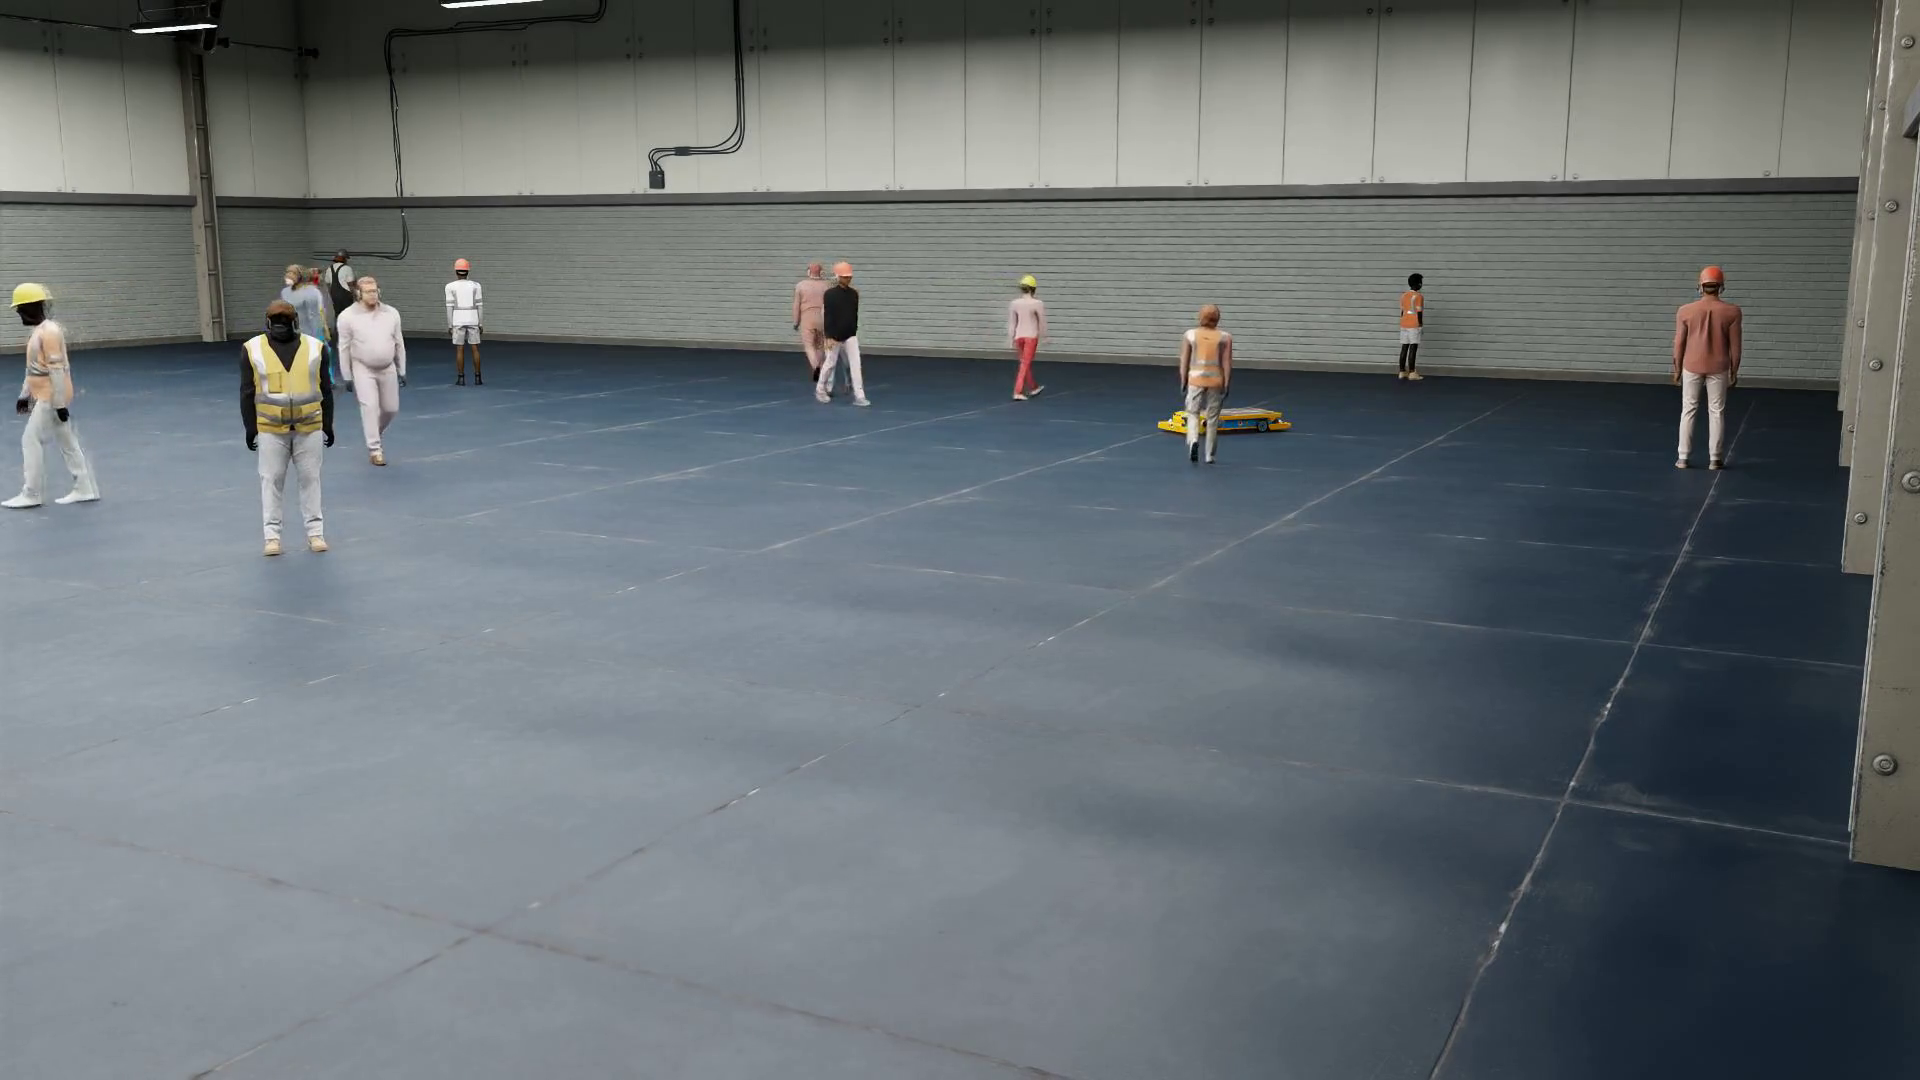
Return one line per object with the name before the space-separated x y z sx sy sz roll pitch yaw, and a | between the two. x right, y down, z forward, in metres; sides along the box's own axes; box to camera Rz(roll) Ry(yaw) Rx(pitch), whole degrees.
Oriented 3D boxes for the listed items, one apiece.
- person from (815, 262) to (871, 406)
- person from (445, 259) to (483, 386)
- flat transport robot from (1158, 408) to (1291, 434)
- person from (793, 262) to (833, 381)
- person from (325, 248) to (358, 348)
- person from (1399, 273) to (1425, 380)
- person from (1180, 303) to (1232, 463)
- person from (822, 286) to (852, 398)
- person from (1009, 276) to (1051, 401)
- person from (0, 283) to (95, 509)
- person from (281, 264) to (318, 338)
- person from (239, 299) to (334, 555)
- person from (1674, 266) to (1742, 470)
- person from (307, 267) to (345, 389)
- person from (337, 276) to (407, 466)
person | -1.648 -2.810 22.654 0.616 1.946 1.033 -9 14 -39
person | -7.594 -3.336 25.515 0.544 1.939 0.354 -5 11 -24
flat transport robot | 3.111 -1.406 19.539 1.431 0.197 0.652 -5 11 -23
person | -2.304 -3.468 26.417 0.646 1.876 0.847 -4 11 -22
person | -12.558 -4.944 34.003 0.674 2.000 0.535 4 11 23
person | 7.198 -3.389 26.471 0.321 1.694 0.529 -3 11 -18
person | 2.456 -1.550 16.638 0.517 1.628 0.577 2 11 9
person | -1.722 -2.829 23.711 0.507 1.593 0.852 3 11 16
person | 0.995 -2.826 23.339 0.531 1.722 0.908 9 13 39
person | -7.833 -1.213 14.082 0.850 1.886 0.592 -6 12 -29
person | -8.522 -2.583 21.438 0.662 1.924 0.436 6 12 30
person | -4.844 -0.812 12.020 0.630 1.840 0.429 -5 12 -27
person | 7.342 -1.687 16.365 0.612 1.997 0.376 5 11 25
person | -9.365 -3.087 24.460 0.757 1.819 0.607 -7 13 -35
person | -5.945 -1.716 16.803 0.650 1.891 0.682 -9 13 -39
